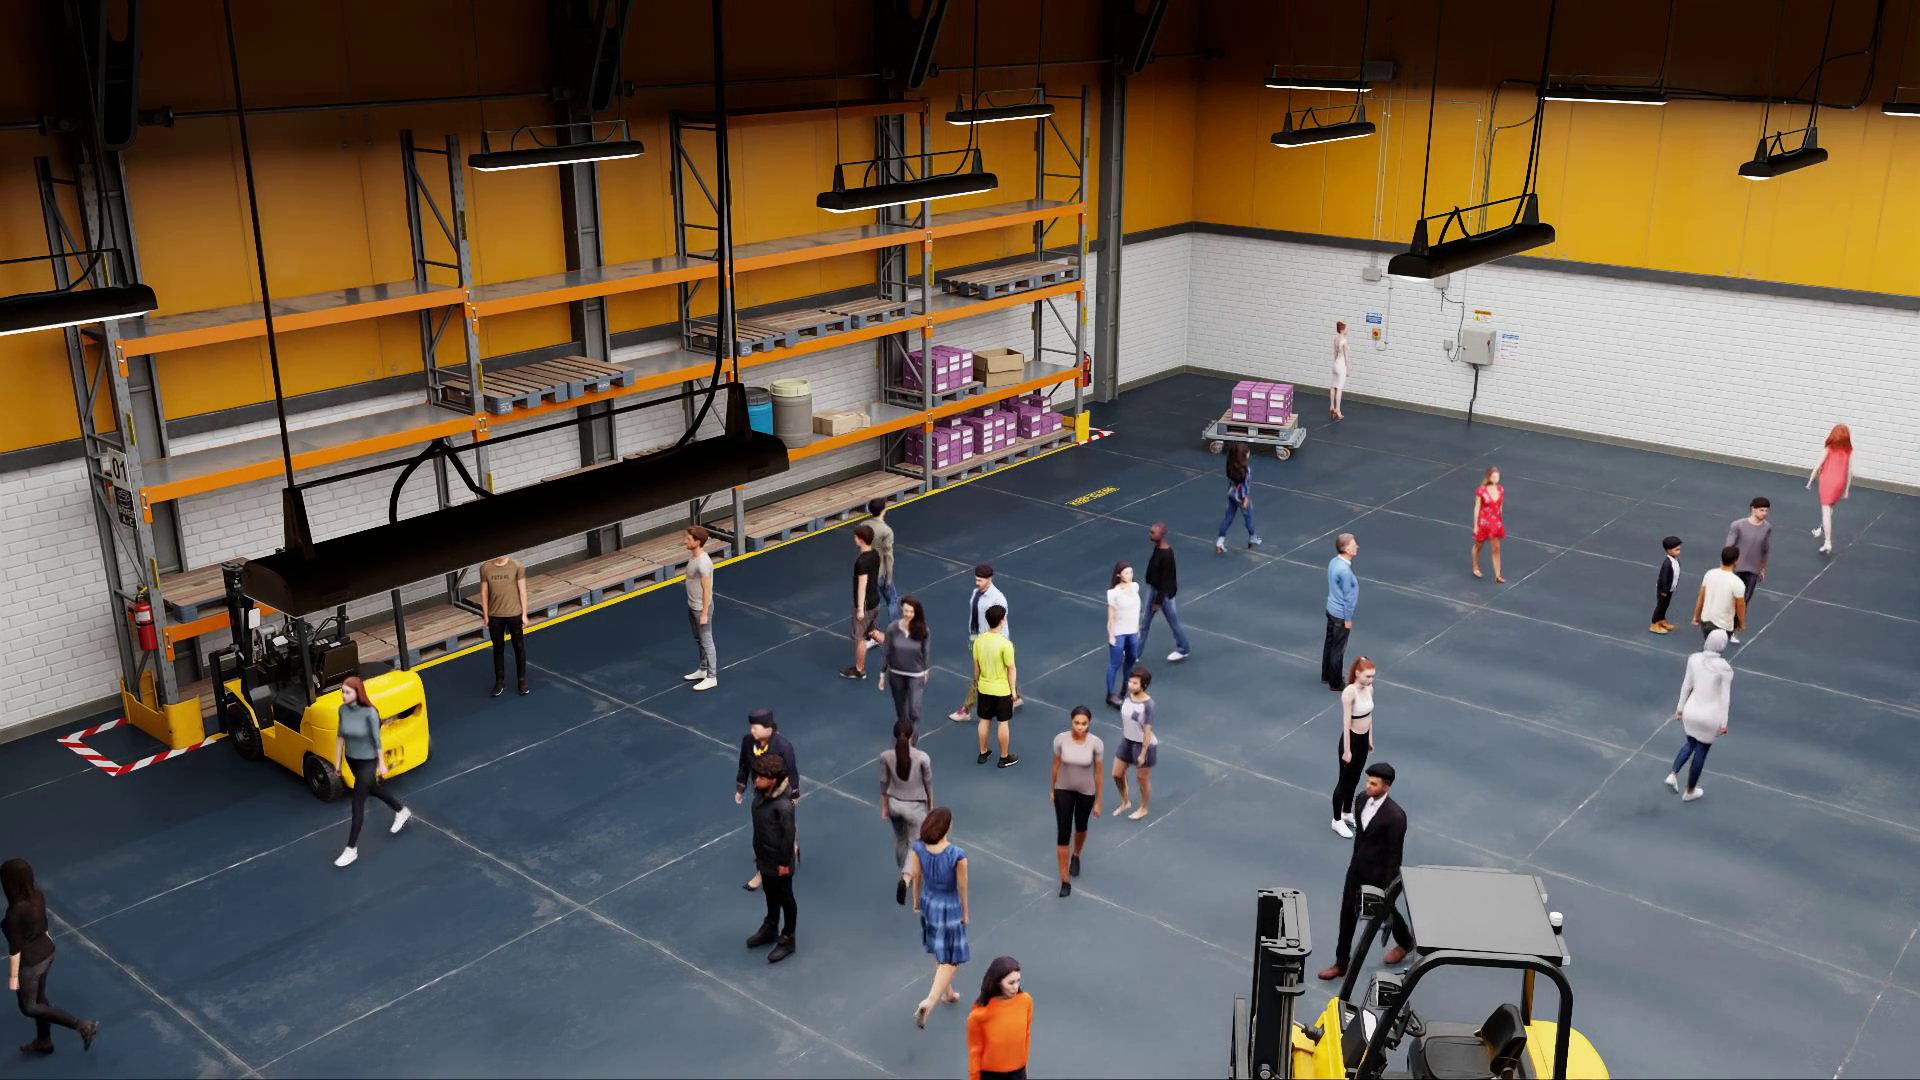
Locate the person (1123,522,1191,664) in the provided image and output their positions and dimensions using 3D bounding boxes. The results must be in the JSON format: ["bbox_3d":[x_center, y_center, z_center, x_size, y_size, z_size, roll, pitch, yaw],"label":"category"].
[{"bbox_3d":[2.426,0.641,19.313,1.228,1.703,1.012,-6,20,-18],"label":"person"}]

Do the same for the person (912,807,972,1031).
[{"bbox_3d":[-0.169,2.887,12.520,0.761,1.783,1.047,10,21,28],"label":"person"}]

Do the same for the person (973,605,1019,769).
[{"bbox_3d":[0.356,1.473,16.833,0.655,1.708,0.581,11,21,29],"label":"person"}]

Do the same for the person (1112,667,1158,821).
[{"bbox_3d":[1.734,1.916,15.764,0.622,1.552,0.598,-15,24,-38],"label":"person"}]

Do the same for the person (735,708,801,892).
[{"bbox_3d":[-1.607,2.232,14.716,0.775,1.622,1.094,12,22,31],"label":"person"}]

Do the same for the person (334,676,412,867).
[{"bbox_3d":[-5.395,2.030,15.190,0.804,1.702,1.230,9,20,24],"label":"person"}]

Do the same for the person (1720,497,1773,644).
[{"bbox_3d":[9.390,0.331,20.031,0.815,1.832,0.877,0,19,-1],"label":"person"}]

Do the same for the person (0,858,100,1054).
[{"bbox_3d":[-6.705,3.090,12.164,0.963,1.626,0.911,-1,19,-3],"label":"person"}]

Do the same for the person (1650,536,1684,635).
[{"bbox_3d":[8.658,0.535,20.380,0.432,1.223,0.578,-18,25,-42],"label":"person"}]

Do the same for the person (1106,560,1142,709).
[{"bbox_3d":[1.774,1.022,18.226,0.524,1.675,0.698,-15,24,-38],"label":"person"}]

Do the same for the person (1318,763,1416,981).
[{"bbox_3d":[3.371,2.621,13.215,1.284,1.844,1.001,-10,21,-26],"label":"person"}]

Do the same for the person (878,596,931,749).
[{"bbox_3d":[-0.538,1.374,17.125,1.006,1.710,1.139,3,19,9],"label":"person"}]

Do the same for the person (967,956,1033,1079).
[{"bbox_3d":[0.215,3.450,10.924,0.803,1.733,0.866,-5,19,-16],"label":"person"}]

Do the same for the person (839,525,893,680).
[{"bbox_3d":[-0.980,0.730,18.830,0.993,1.843,1.064,4,19,13],"label":"person"}]

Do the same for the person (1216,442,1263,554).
[{"bbox_3d":[3.803,-0.549,23.042,1.122,1.579,0.836,-12,22,-31],"label":"person"}]

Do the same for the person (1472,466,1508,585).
[{"bbox_3d":[6.973,-0.230,22.118,0.990,1.564,1.024,-3,19,-8],"label":"person"}]

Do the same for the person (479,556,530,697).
[{"bbox_3d":[-5.070,0.819,18.552,0.729,1.851,0.807,-3,19,-9],"label":"person"}]

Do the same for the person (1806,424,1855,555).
[{"bbox_3d":[12.128,-0.675,23.083,1.000,1.792,1.131,1,19,2],"label":"person"}]

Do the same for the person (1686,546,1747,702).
[{"bbox_3d":[8.237,0.955,18.279,1.157,1.767,0.950,-8,20,-23],"label":"person"}]

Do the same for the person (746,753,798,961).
[{"bbox_3d":[-1.505,2.544,13.548,0.638,1.777,0.669,-14,23,-36],"label":"person"}]

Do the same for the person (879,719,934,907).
[{"bbox_3d":[-0.471,2.363,14.272,0.859,1.657,1.044,5,19,13],"label":"person"}]

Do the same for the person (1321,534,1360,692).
[{"bbox_3d":[4.267,0.789,18.692,0.792,1.820,0.737,-2,19,-6],"label":"person"}]

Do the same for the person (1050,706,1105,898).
[{"bbox_3d":[1.020,2.212,14.647,1.003,1.704,1.160,3,19,7],"label":"person"}]

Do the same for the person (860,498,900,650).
[{"bbox_3d":[-1.056,0.422,19.744,0.733,1.843,0.940,13,22,33],"label":"person"}]

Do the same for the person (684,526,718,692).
[{"bbox_3d":[-2.917,0.739,18.717,0.707,1.898,0.731,-9,21,-24],"label":"person"}]

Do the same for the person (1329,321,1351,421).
[{"bbox_3d":[6.901,-3.094,30.264,0.641,1.792,0.633,-6,19,-17],"label":"person"}]

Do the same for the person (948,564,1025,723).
[{"bbox_3d":[0.397,1.092,17.884,1.272,1.760,1.014,-10,21,-26],"label":"person"}]

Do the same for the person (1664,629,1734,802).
[{"bbox_3d":[7.083,1.723,16.006,0.827,1.764,0.745,-11,22,-30],"label":"person"}]

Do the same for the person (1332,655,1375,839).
[{"bbox_3d":[3.669,1.898,15.505,0.496,1.752,0.670,-16,25,-40],"label":"person"}]
